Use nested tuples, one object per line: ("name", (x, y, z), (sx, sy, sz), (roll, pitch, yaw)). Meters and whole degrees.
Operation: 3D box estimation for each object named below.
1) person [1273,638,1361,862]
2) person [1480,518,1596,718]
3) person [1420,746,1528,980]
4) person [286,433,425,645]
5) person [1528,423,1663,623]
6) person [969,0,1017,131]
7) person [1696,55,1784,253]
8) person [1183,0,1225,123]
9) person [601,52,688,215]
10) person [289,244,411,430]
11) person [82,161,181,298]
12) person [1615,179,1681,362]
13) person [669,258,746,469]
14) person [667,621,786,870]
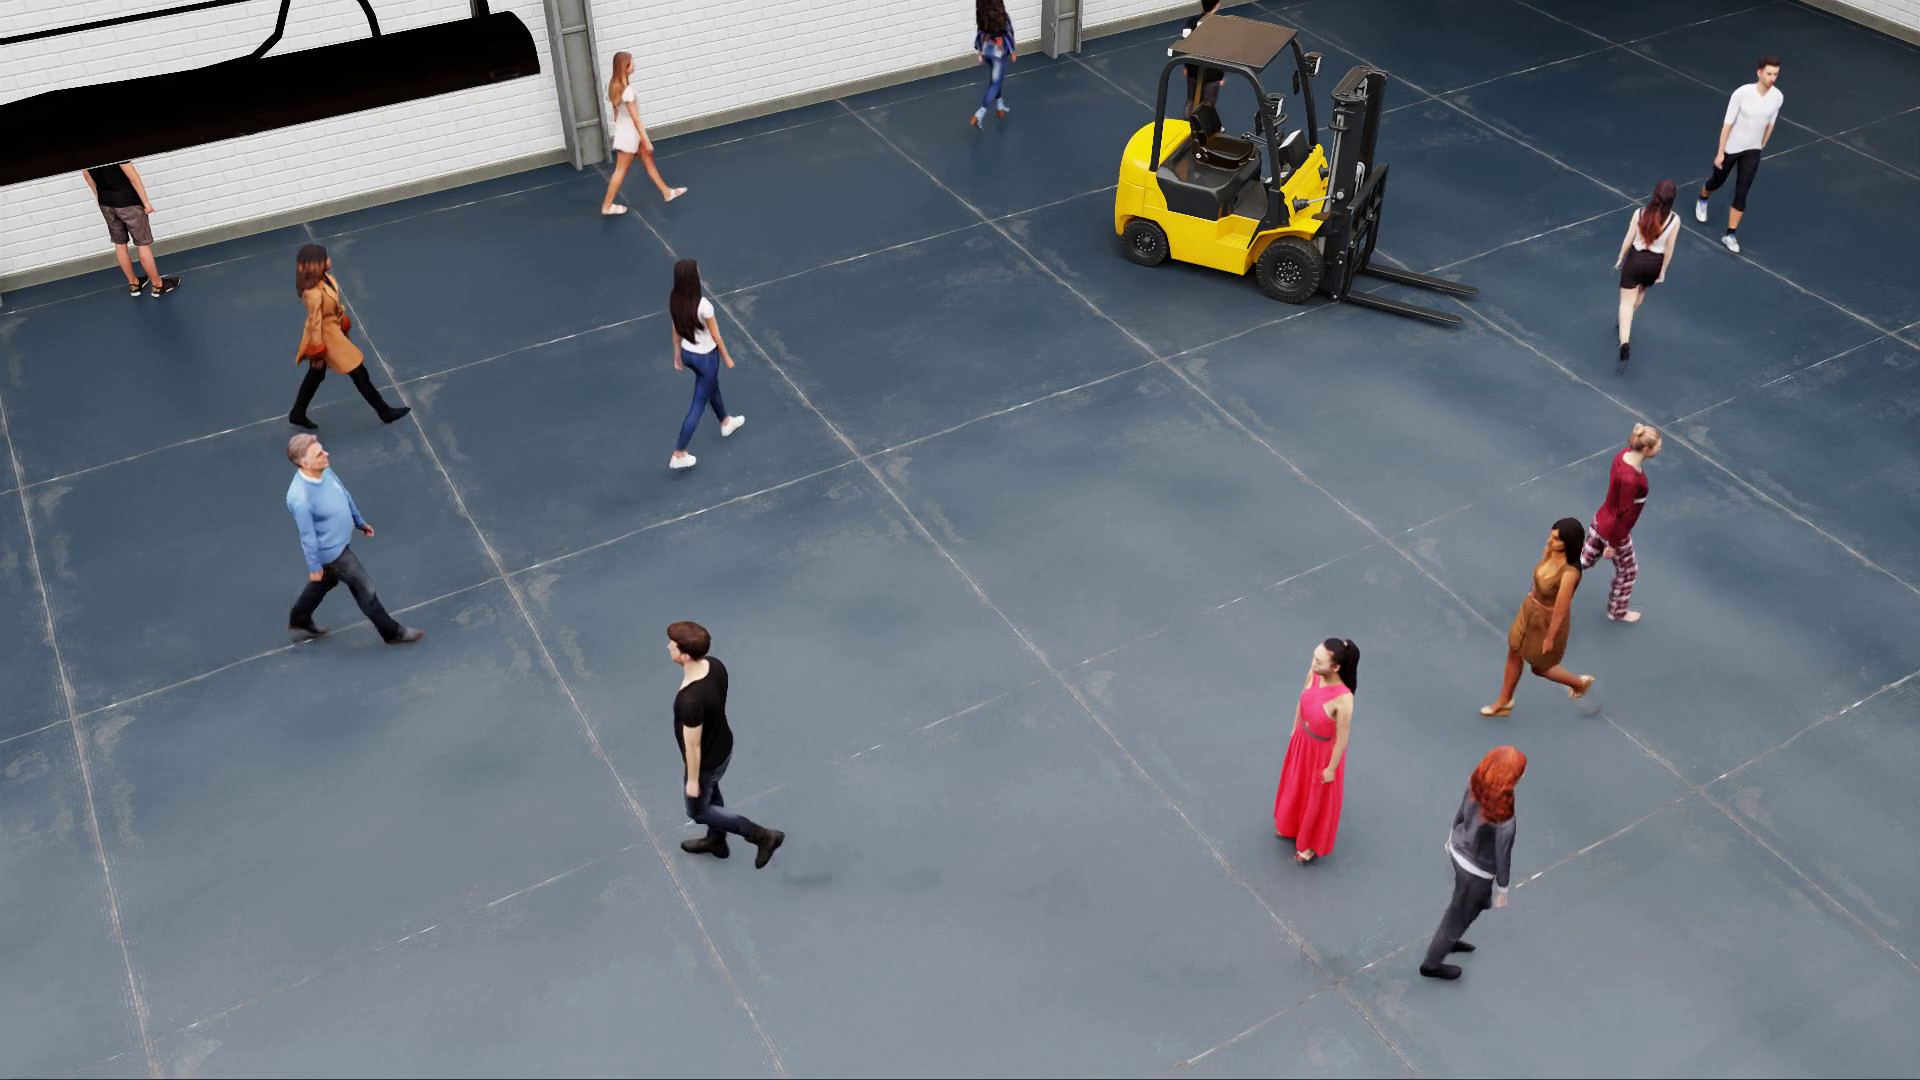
("person", (2.120, 1.238, 9.834), (0.605, 1.725, 0.645), (-14, 41, -17))
("person", (3.847, 0.543, 10.749), (1.028, 1.669, 0.808), (-3, 39, -4))
("person", (2.724, 1.801, 9.100), (0.719, 1.761, 0.714), (-5, 39, -7))
("person", (-4.368, 0.027, 11.307), (1.290, 1.779, 1.012), (-3, 39, -4))
("person", (4.458, -0.101, 11.558), (1.143, 1.666, 1.028), (4, 39, 6))
("person", (0.350, -5.216, 18.029), (0.852, 1.584, 1.116), (27, 46, 30))
("person", (7.504, -3.812, 16.079), (1.234, 1.824, 1.196), (4, 39, 5))
("person", (2.582, -4.984, 17.628), (0.698, 1.721, 0.638), (31, 48, 33))
("person", (-3.340, -3.956, 16.402), (1.145, 1.645, 0.646), (-16, 41, -19))
("person", (-5.190, -1.564, 13.387), (1.297, 1.671, 0.958), (-5, 39, -7))
("person", (-7.667, -3.093, 15.148), (0.736, 1.860, 0.825), (6, 39, 7))
("person", (5.876, -2.299, 14.352), (1.034, 1.614, 1.106), (10, 40, 12))
("person", (-2.097, -1.346, 13.064), (0.850, 1.733, 1.203), (28, 47, 31))
("person", (-1.392, 1.252, 9.689), (1.067, 1.884, 0.968), (4, 39, 5))
